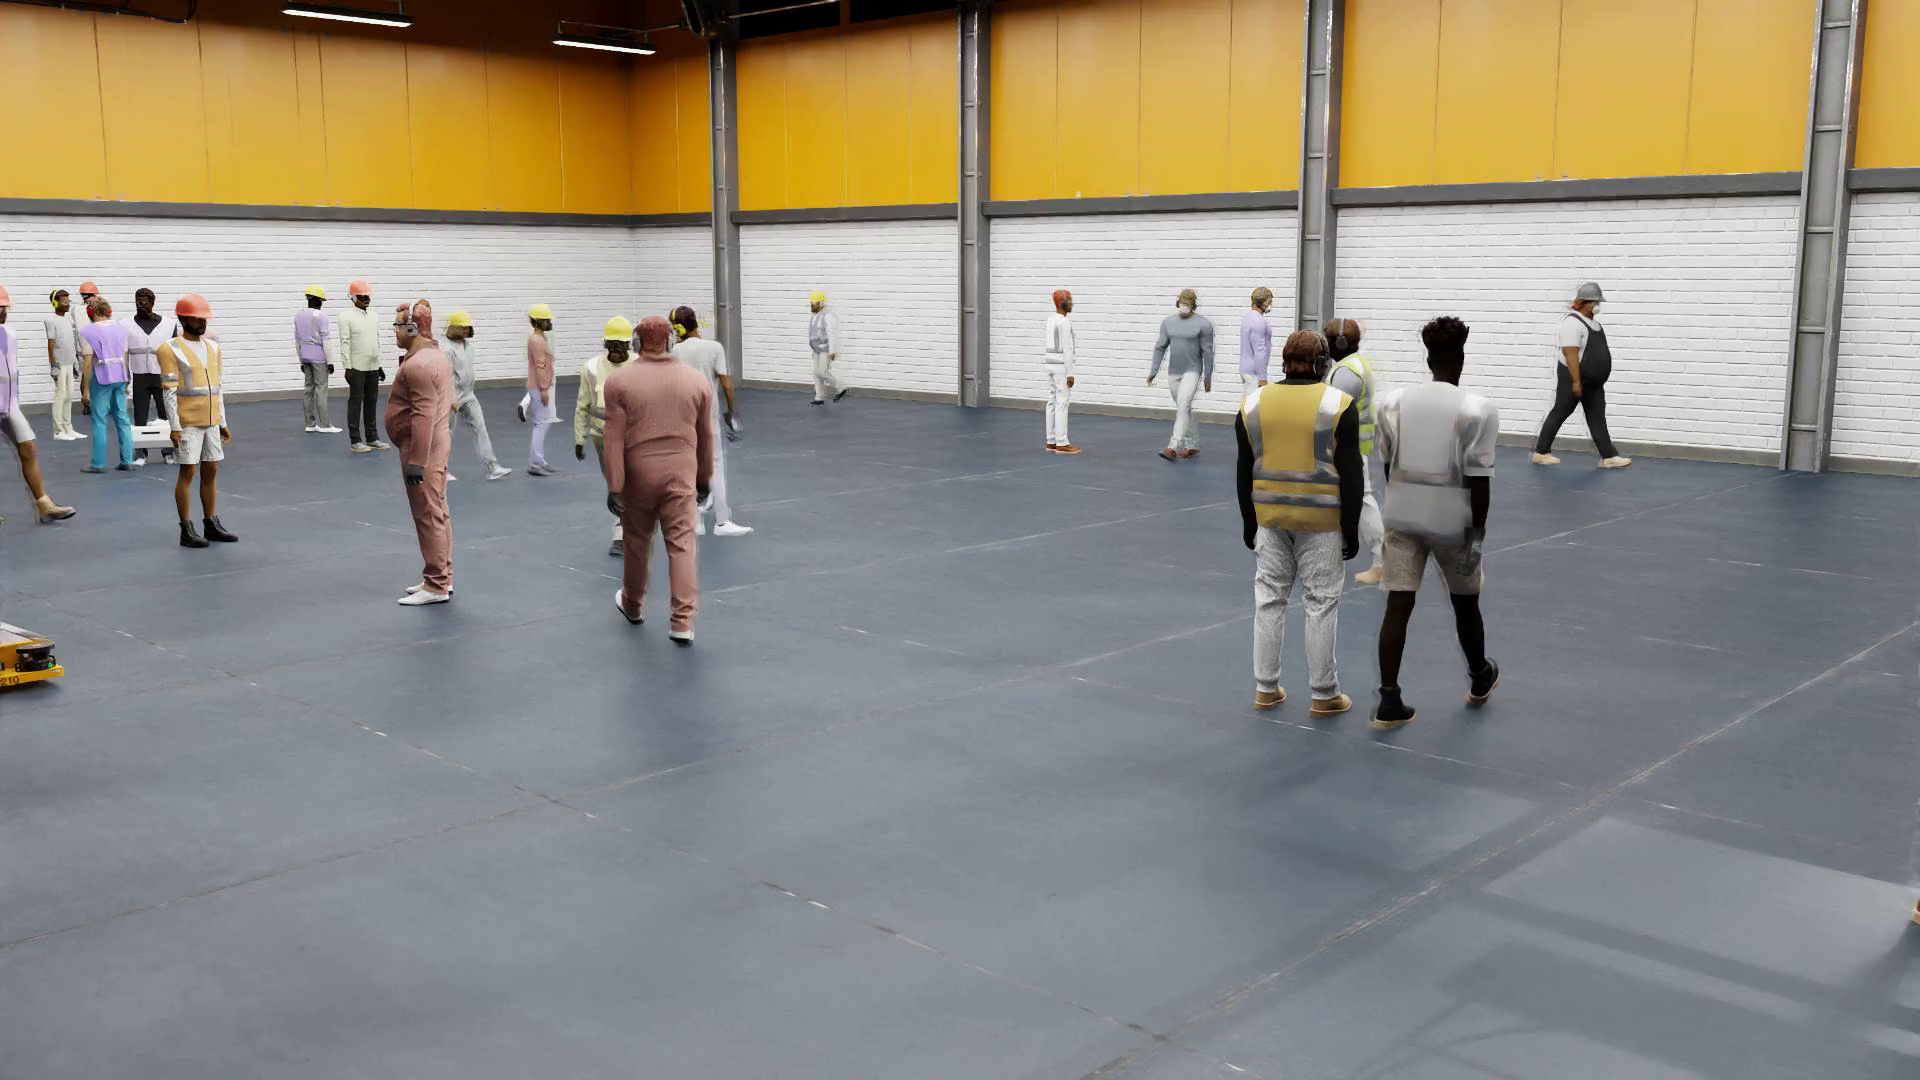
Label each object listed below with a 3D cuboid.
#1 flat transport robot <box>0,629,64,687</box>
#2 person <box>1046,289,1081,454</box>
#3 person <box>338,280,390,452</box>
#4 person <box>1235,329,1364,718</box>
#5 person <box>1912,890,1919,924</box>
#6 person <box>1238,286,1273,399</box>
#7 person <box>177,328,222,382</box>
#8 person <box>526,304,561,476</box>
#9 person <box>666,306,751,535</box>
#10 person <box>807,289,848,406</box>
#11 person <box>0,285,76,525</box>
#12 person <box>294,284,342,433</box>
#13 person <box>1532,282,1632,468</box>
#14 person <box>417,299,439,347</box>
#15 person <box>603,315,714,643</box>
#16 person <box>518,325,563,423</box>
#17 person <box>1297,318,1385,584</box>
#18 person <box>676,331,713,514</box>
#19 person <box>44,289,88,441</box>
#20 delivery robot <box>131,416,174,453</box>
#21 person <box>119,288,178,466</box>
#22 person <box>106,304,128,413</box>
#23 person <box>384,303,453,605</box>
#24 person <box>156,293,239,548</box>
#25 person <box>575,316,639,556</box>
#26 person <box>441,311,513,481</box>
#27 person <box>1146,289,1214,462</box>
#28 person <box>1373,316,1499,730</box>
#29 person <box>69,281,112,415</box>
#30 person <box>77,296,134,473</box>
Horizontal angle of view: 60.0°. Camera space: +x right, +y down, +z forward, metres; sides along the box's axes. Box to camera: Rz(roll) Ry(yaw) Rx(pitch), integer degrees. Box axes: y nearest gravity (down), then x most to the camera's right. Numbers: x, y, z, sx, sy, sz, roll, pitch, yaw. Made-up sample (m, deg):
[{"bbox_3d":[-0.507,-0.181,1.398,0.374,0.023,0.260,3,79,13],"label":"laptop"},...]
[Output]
[{"bbox_3d":[-5.323,0.578,8.679,1.431,0.197,0.652,8,12,40],"label":"flat transport robot"},{"bbox_3d":[1.170,-1.934,19.155,0.356,1.883,0.574,-3,10,-20],"label":"person"},{"bbox_3d":[-6.940,-2.023,19.353,0.381,1.994,0.622,4,10,22],"label":"person"},{"bbox_3d":[1.624,-0.077,7.914,0.621,1.838,0.429,6,11,33],"label":"person"},{"bbox_3d":[3.263,0.405,4.923,0.584,1.845,0.903,-2,10,-13],"label":"person"},{"bbox_3d":[3.201,-1.768,17.983,0.371,1.934,0.627,-1,9,-3],"label":"person"},{"bbox_3d":[-8.550,-1.795,18.661,0.533,1.766,0.326,0,9,3],"label":"person"},{"bbox_3d":[-4.314,-1.543,17.151,0.375,1.767,0.545,-3,10,-18],"label":"person"},{"bbox_3d":[-2.001,-0.942,13.265,0.706,1.829,0.377,0,9,3],"label":"person"},{"bbox_3d":[-2.083,-2.959,25.666,0.563,1.810,0.629,-5,11,-30],"label":"person"},{"bbox_3d":[-7.822,-1.095,13.658,0.963,1.999,0.638,2,9,11],"label":"person"},{"bbox_3d":[-8.318,-2.334,21.502,0.585,1.917,0.389,5,11,29],"label":"person"},{"bbox_3d":[6.642,-1.787,17.769,0.699,2.000,1.040,-9,13,-44],"label":"person"},{"bbox_3d":[-8.634,-3.070,26.873,0.504,1.636,0.280,4,10,22],"label":"person"},{"bbox_3d":[-1.750,-0.365,9.622,0.674,1.851,1.008,-4,10,-24],"label":"person"},{"bbox_3d":[-5.739,-2.382,22.679,0.523,1.621,0.629,6,11,32],"label":"person"},{"bbox_3d":[2.553,-0.601,11.267,0.964,1.795,0.620,2,10,13],"label":"person"},{"bbox_3d":[-2.255,-1.007,14.281,0.420,1.616,0.517,3,10,19],"label":"person"},{"bbox_3d":[-11.113,-2.167,20.626,0.310,1.868,0.533,0,9,-1],"label":"person"},{"bbox_3d":[-8.701,-1.162,18.191,0.707,0.478,0.477,-4,10,-21],"label":"delivery robot"},{"bbox_3d":[-8.756,-1.763,18.006,0.591,1.914,0.383,-4,10,-25],"label":"person"},{"bbox_3d":[-12.443,-2.653,24.302,0.313,1.642,0.513,6,11,33],"label":"person"},{"bbox_3d":[-3.430,-0.545,10.565,0.409,1.906,0.652,-1,9,-9],"label":"person"},{"bbox_3d":[-5.832,-0.916,12.745,0.355,1.938,0.544,4,10,22],"label":"person"},{"bbox_3d":[-2.601,-0.809,12.622,0.610,1.773,0.981,0,9,0],"label":"person"},{"bbox_3d":[-4.923,-1.420,16.564,0.870,1.698,0.510,4,10,23],"label":"person"},{"bbox_3d":[2.404,-1.800,18.324,0.661,1.883,0.978,8,12,42],"label":"person"},{"bbox_3d":[2.261,-0.098,7.851,0.596,1.895,1.002,7,11,35],"label":"person"},{"bbox_3d":[-12.608,-2.778,24.163,0.547,1.937,0.379,2,9,10],"label":"person"},{"bbox_3d":[-8.936,-1.604,17.316,0.545,1.834,0.584,4,10,23],"label":"person"}]
